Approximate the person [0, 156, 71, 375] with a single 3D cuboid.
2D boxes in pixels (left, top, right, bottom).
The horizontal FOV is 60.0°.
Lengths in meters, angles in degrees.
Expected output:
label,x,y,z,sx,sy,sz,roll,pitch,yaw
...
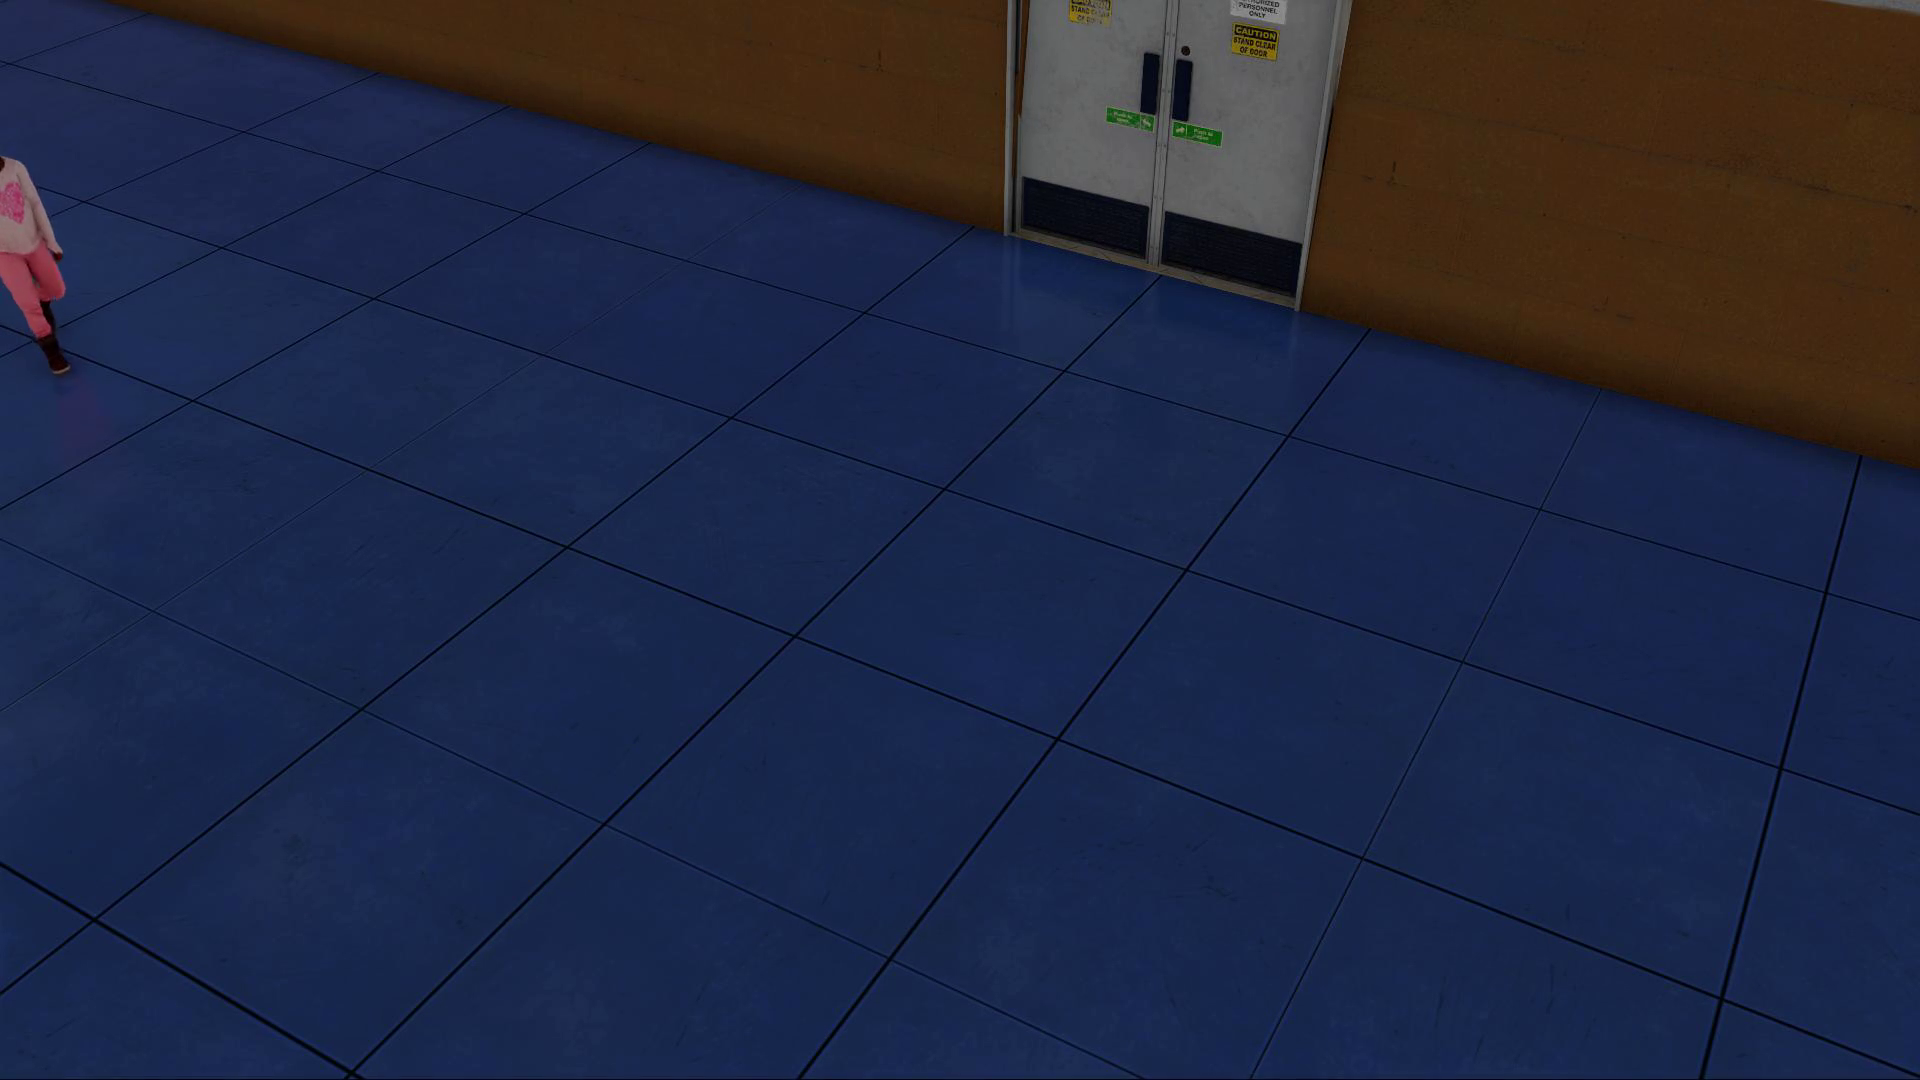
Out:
label,x,y,z,sx,sy,sz,roll,pitch,yaw
person,-5.173,-1.642,9.088,0.844,1.431,0.758,-28,45,-32
